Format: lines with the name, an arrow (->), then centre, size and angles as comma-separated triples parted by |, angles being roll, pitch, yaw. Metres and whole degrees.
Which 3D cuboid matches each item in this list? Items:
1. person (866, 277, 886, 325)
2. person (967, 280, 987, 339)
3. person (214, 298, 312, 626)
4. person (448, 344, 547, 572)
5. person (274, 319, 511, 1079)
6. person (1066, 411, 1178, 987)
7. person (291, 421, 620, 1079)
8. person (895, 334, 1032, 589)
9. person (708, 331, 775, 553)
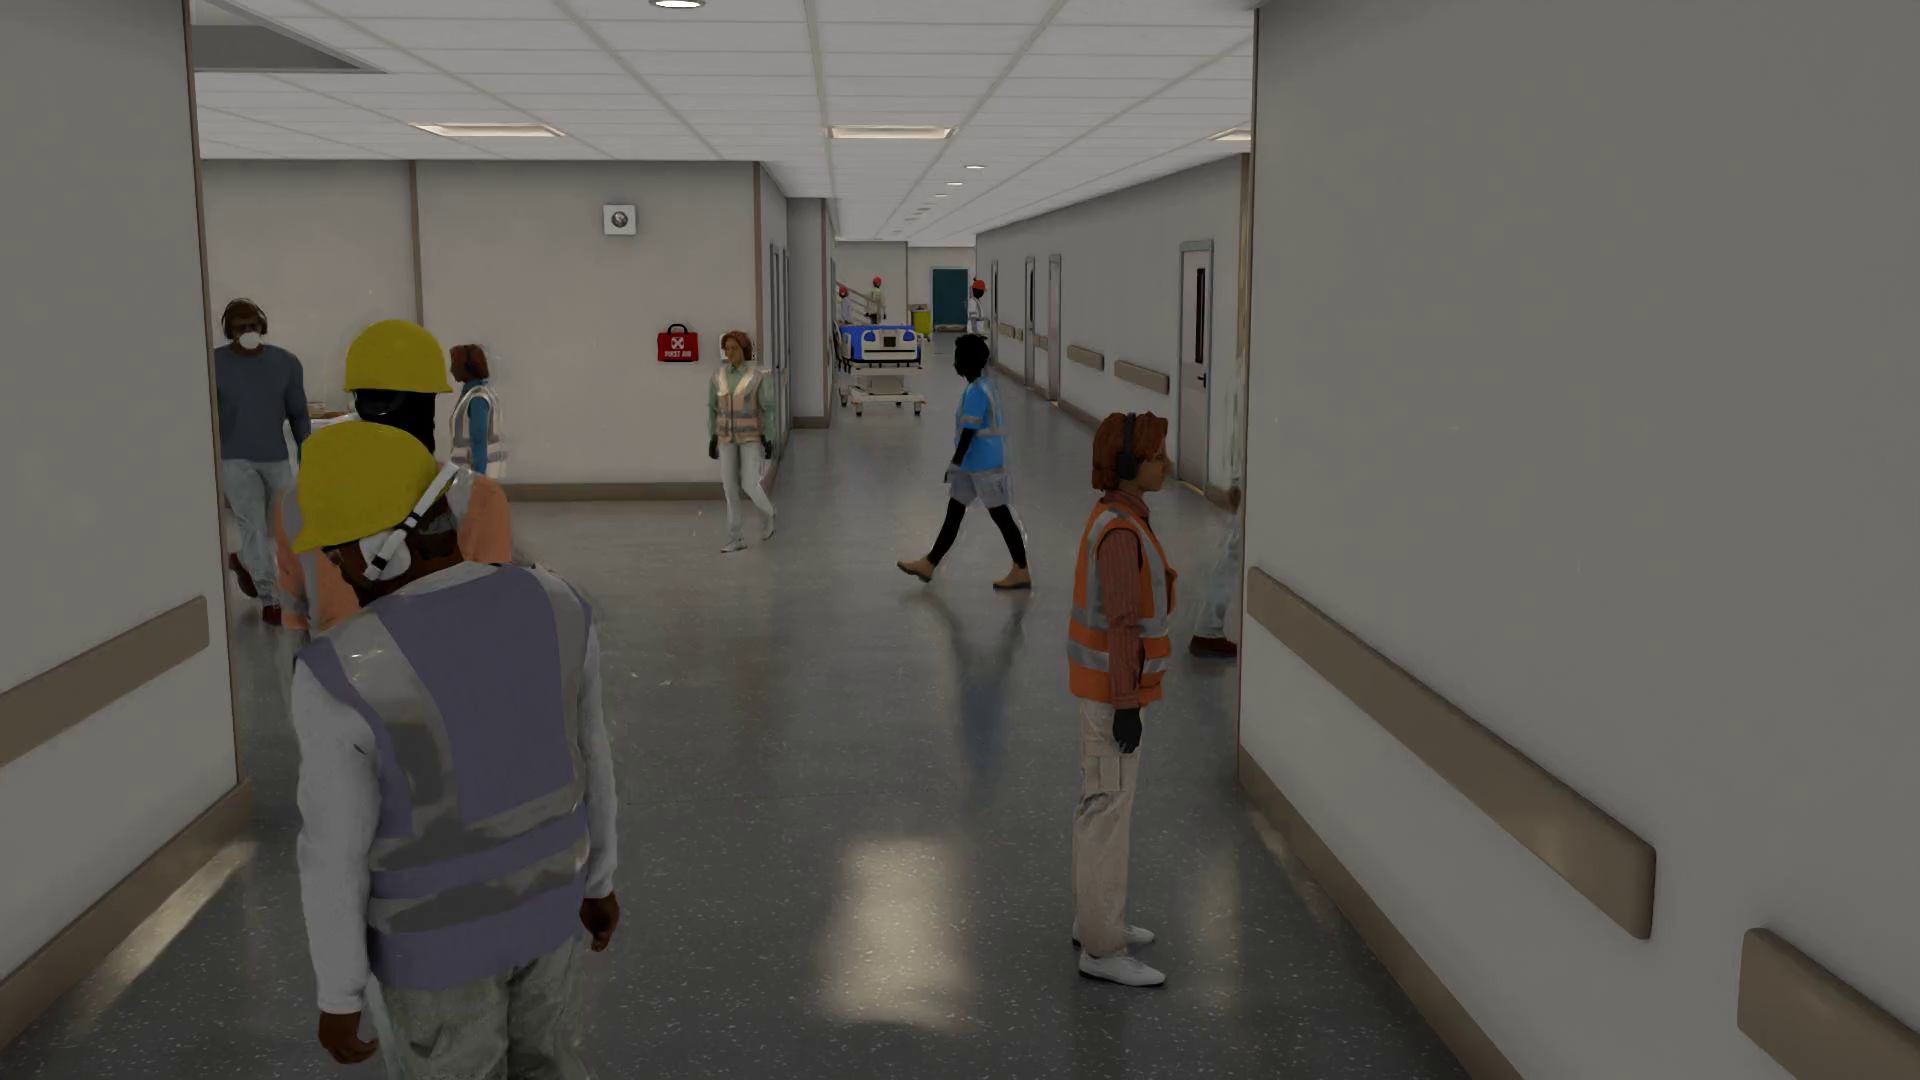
person -> -2.347, -6.426, 46.910 | 0.648, 1.973, 0.523 | 7, 12, 39
person -> 0.327, -3.963, 31.583 | 0.373, 1.932, 0.542 | 1, 9, 6
person -> -4.204, -0.478, 9.827 | 0.654, 1.902, 0.896 | -8, 12, -40
person -> -2.942, -0.409, 10.293 | 0.733, 1.613, 0.518 | -4, 10, -21
person -> -1.309, 0.438, 3.984 | 0.608, 1.915, 0.416 | 1, 9, 8
person -> 0.464, 0.445, 4.816 | 0.314, 1.640, 0.516 | 1, 9, 4
person -> -0.835, 0.676, 2.930 | 0.534, 1.782, 0.627 | 6, 11, 34
person -> 0.048, -0.490, 10.694 | 0.904, 1.632, 0.537 | 0, 9, -3
person -> -1.586, -0.726, 12.220 | 0.534, 1.625, 0.452 | 4, 10, 22
